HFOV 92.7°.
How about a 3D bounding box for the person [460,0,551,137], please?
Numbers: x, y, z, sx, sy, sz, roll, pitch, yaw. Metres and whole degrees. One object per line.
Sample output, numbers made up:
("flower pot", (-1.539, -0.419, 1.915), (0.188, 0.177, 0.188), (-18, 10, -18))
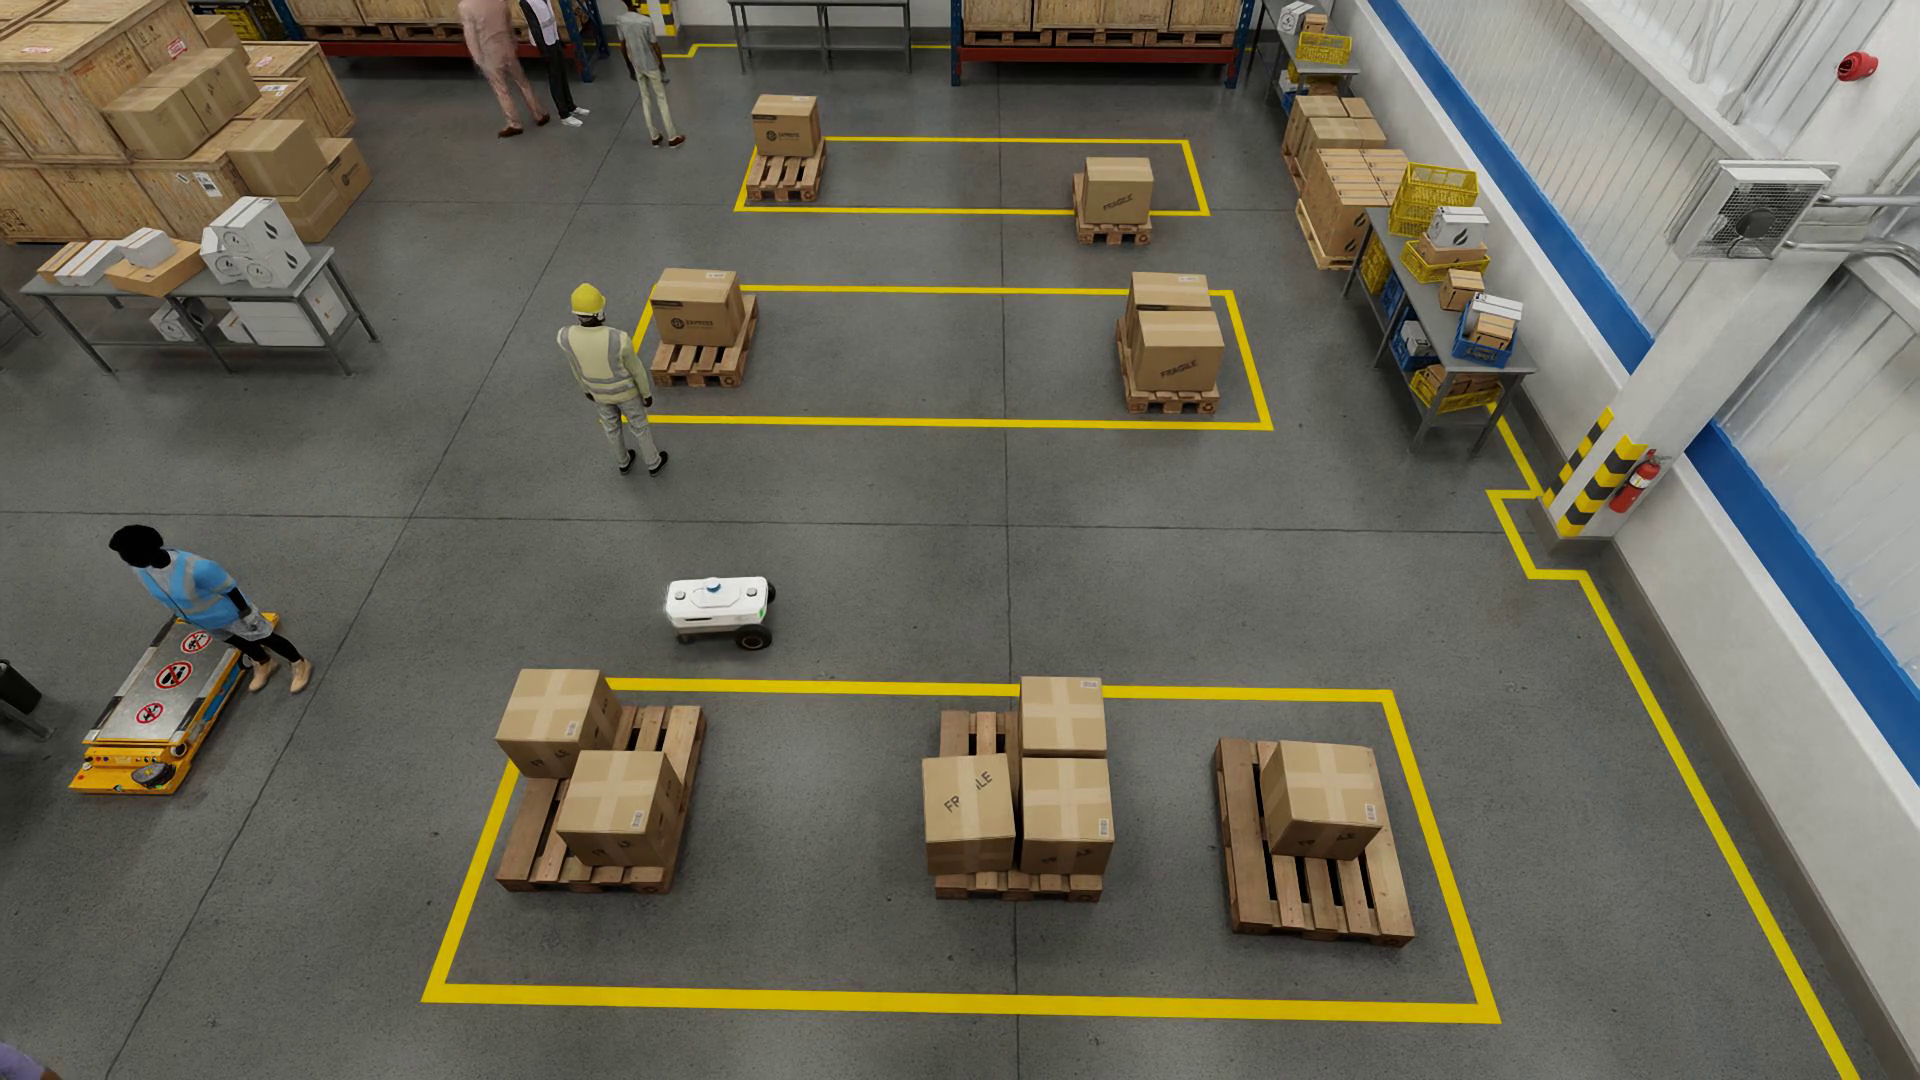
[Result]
("person", (-5.768, -6.082, 11.456), (0.410, 1.875, 0.797), (26, 55, 21))

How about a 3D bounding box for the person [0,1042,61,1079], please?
("person", (-4.427, 2.645, 4.064), (0.856, 1.895, 0.669), (22, 53, 18))

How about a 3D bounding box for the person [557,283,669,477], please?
("person", (-2.773, -1.241, 7.390), (0.589, 1.825, 0.403), (4, 50, 3))

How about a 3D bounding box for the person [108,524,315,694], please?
("person", (-4.888, 0.473, 6.018), (0.539, 1.698, 0.318), (3, 50, 3))

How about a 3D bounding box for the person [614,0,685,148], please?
("person", (-3.820, -5.747, 11.178), (0.513, 1.863, 0.331), (9, 50, 7))

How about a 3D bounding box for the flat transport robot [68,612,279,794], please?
("flat transport robot", (-5.504, 1.072, 6.442), (0.652, 0.197, 1.431), (1, 50, 1))

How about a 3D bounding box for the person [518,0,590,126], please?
("person", (-5.198, -6.275, 11.589), (0.390, 1.917, 0.591), (1, 50, 1))

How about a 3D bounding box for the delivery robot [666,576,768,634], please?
("delivery robot", (-1.769, 0.457, 6.718), (0.707, 0.478, 0.477), (-3, 50, -2))
